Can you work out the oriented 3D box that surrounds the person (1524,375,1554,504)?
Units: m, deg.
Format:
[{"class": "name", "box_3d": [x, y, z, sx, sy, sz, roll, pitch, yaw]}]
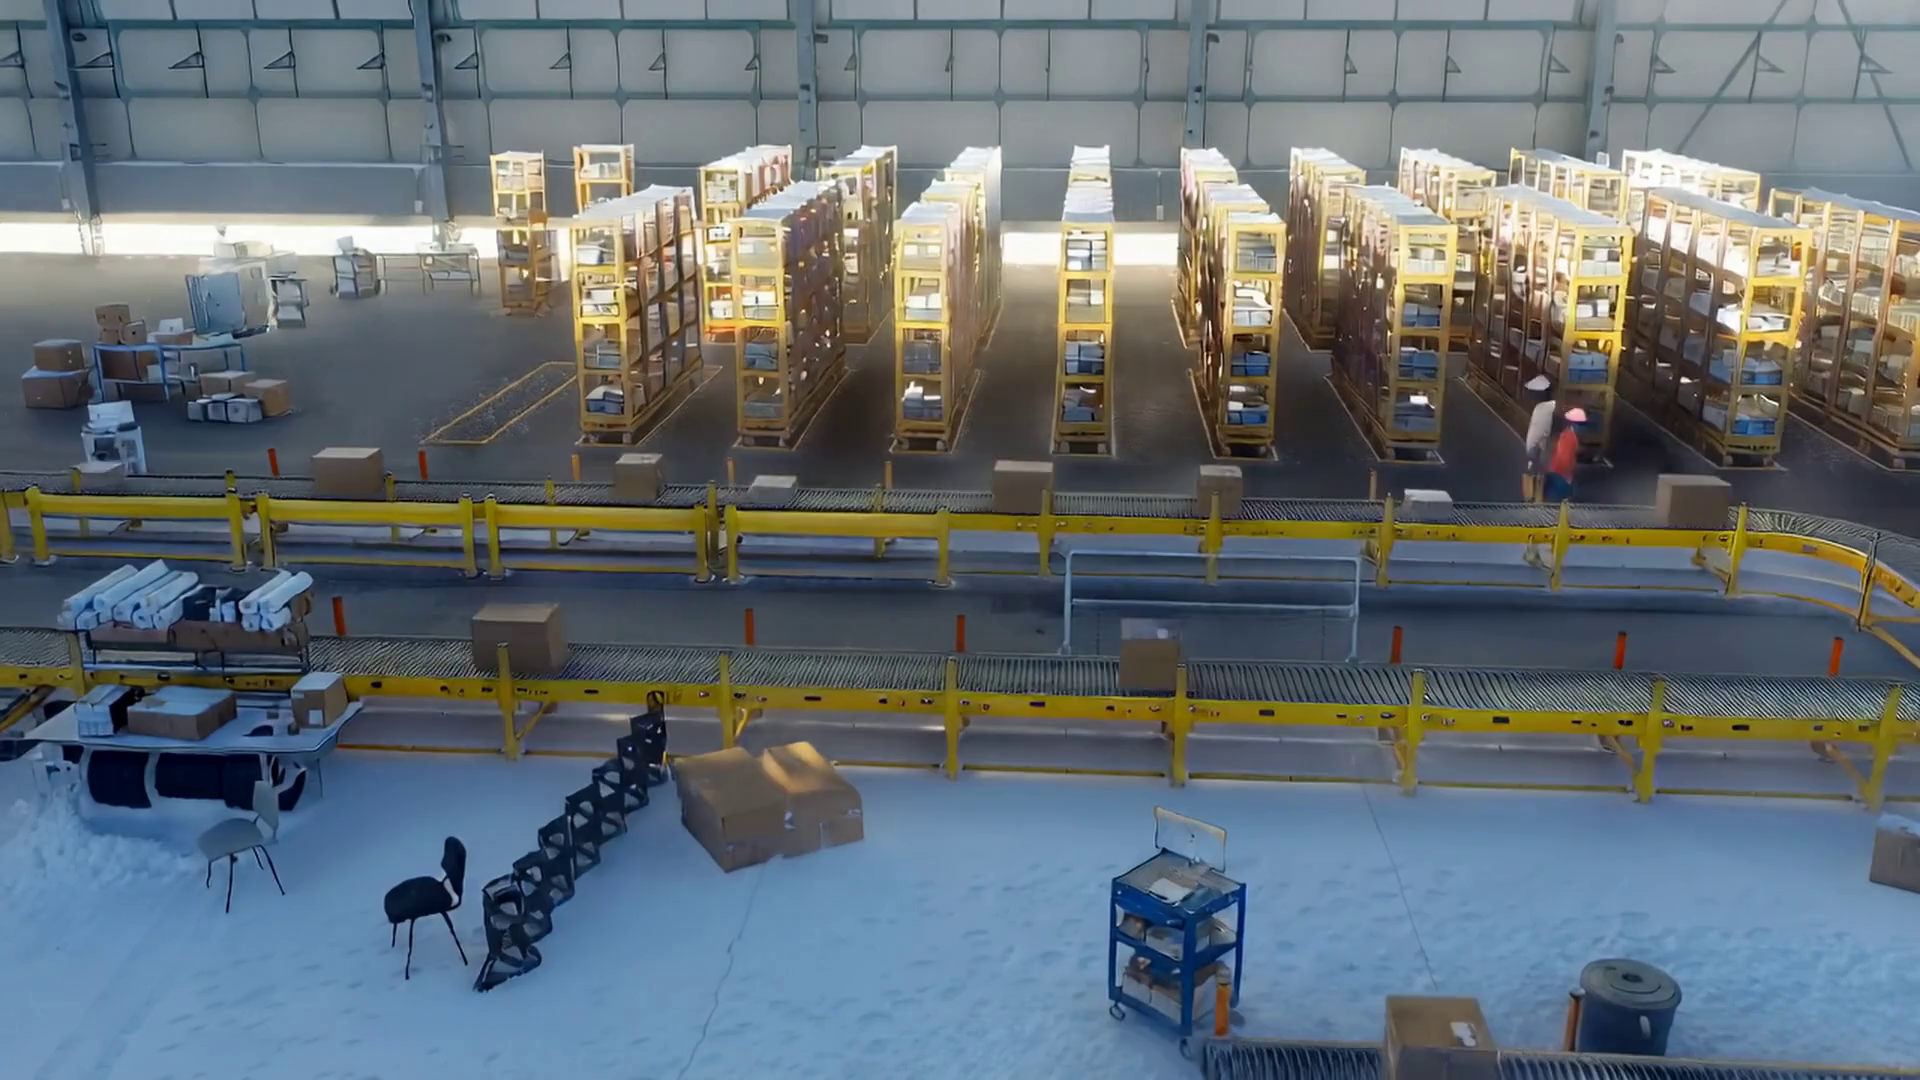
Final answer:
[{"class": "person", "box_3d": [7.712, -1.164, 21.960, 0.705, 2.017, 0.640, 10, 20, 30]}]

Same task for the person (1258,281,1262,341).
[{"class": "person", "box_3d": [5.925, -4.672, 33.360, 0.388, 1.848, 0.564, 5, 18, 15]}]

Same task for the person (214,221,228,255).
[{"class": "person", "box_3d": [-18.185, -6.965, 40.839, 0.592, 1.727, 0.575, -9, 19, -25]}]

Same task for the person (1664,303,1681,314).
[{"class": "person", "box_3d": [13.369, -4.087, 31.370, 1.045, 1.941, 0.629, 2, 18, 6]}]

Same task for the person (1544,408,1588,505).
[{"class": "person", "box_3d": [7.735, -0.861, 21.443, 0.794, 1.743, 0.537, 6, 18, 18]}]
